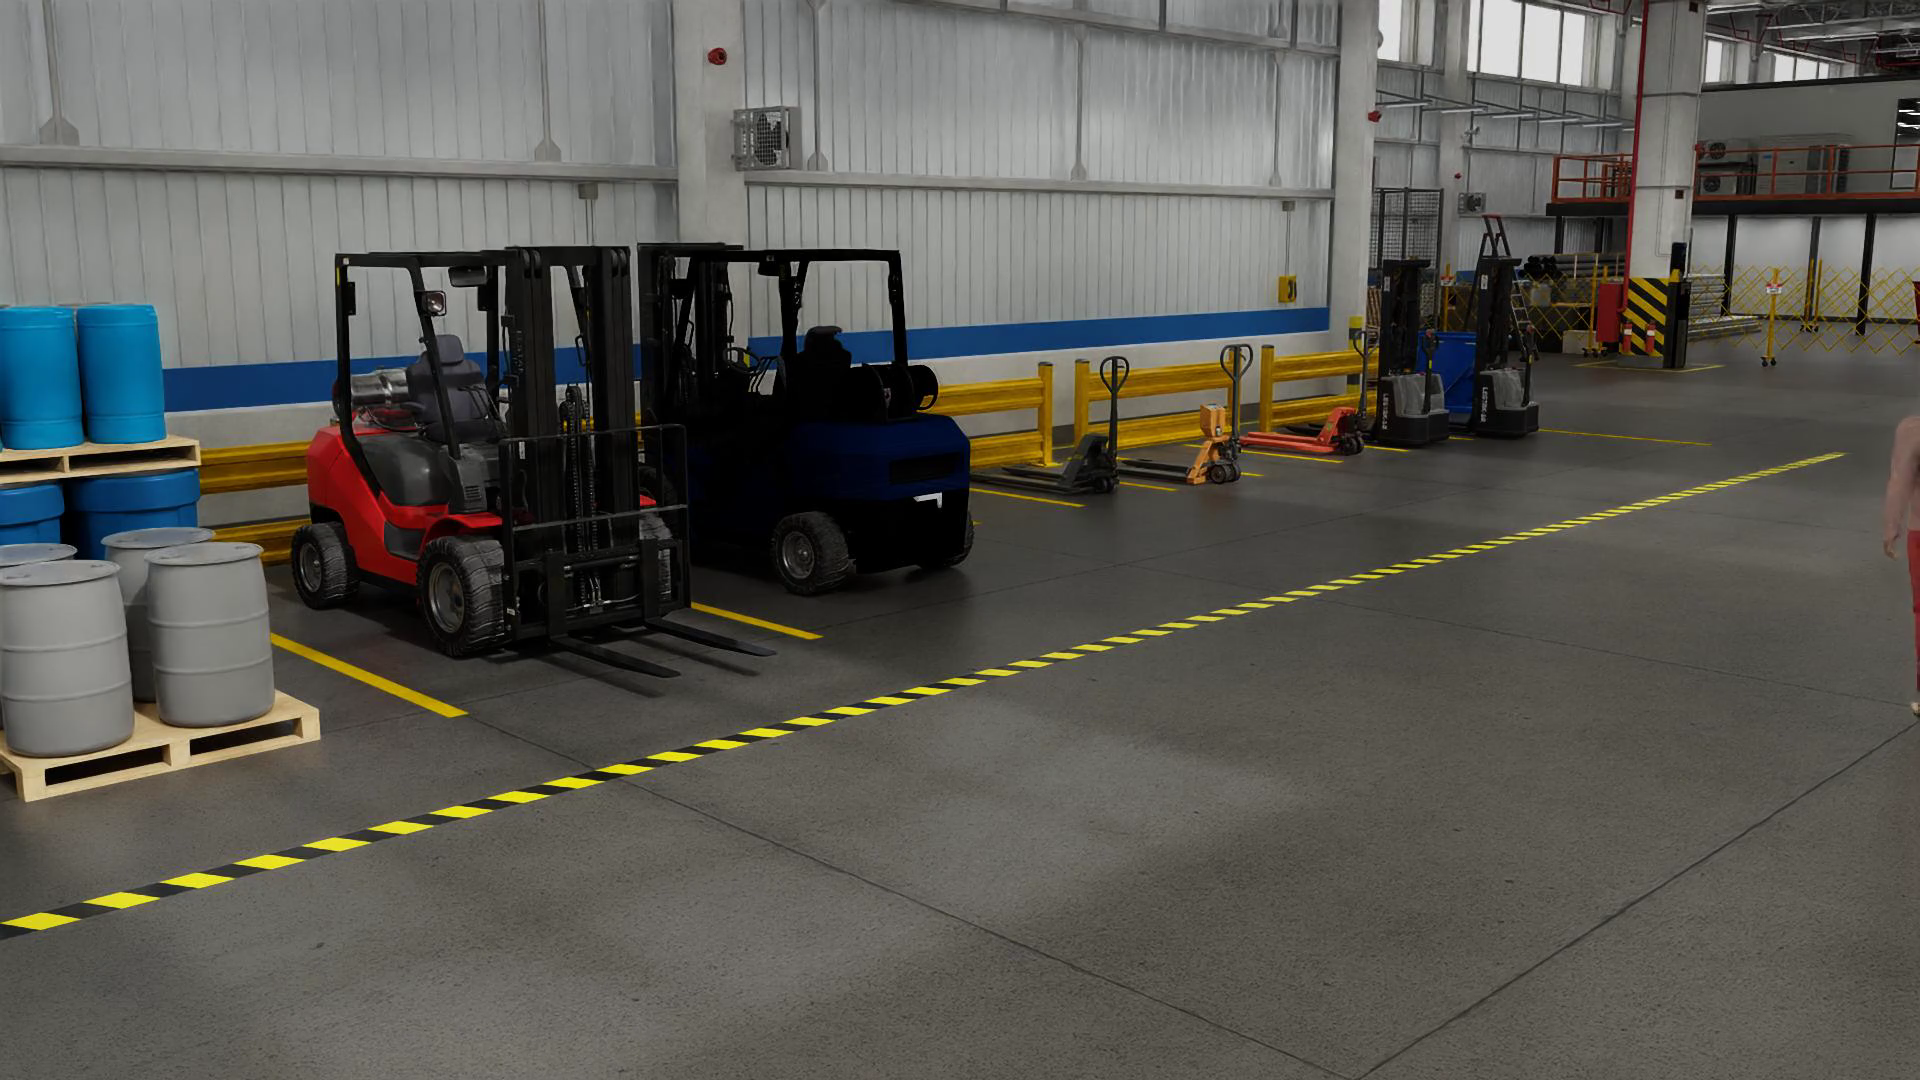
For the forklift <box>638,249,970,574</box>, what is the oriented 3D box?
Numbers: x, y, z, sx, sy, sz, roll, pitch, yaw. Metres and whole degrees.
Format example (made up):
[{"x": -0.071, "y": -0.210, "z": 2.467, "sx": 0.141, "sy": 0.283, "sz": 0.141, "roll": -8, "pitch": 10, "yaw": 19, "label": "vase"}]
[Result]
[{"x": -1.173, "y": -0.958, "z": 11.239, "sx": 2.680, "sy": 1.987, "sz": 1.157, "roll": 10, "pitch": 14, "yaw": 43, "label": "forklift"}]

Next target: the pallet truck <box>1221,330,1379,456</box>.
[{"x": 3.563, "y": -1.581, "z": 17.381, "sx": 0.653, "sy": 1.274, "sz": 1.630, "roll": -10, "pitch": 14, "yaw": -44, "label": "pallet truck"}]

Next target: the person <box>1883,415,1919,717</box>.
[{"x": 4.612, "y": -0.044, "z": 7.785, "sx": 0.546, "sy": 1.736, "sz": 0.662, "roll": 3, "pitch": 11, "yaw": 18, "label": "person"}]

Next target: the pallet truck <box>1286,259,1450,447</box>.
[{"x": 4.493, "y": -2.078, "z": 18.196, "sx": 0.823, "sy": 1.965, "sz": 1.885, "roll": -9, "pitch": 14, "yaw": -40, "label": "pallet truck"}]

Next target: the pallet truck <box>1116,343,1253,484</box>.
[{"x": 1.962, "y": -1.215, "z": 15.415, "sx": 1.522, "sy": 1.261, "sz": 0.704, "roll": 10, "pitch": 14, "yaw": 43, "label": "pallet truck"}]

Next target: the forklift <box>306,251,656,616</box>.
[{"x": -2.833, "y": -0.669, "z": 9.694, "sx": 1.157, "sy": 1.987, "sz": 2.680, "roll": -10, "pitch": 14, "yaw": -44, "label": "forklift"}]

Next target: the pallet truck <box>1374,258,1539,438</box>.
[{"x": 5.704, "y": -2.208, "z": 18.901, "sx": 1.885, "sy": 1.965, "sz": 0.823, "roll": 10, "pitch": 14, "yaw": 43, "label": "pallet truck"}]

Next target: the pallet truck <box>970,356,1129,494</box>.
[{"x": 0.784, "y": -1.085, "z": 14.876, "sx": 0.680, "sy": 1.201, "sz": 1.601, "roll": -10, "pitch": 14, "yaw": -44, "label": "pallet truck"}]
